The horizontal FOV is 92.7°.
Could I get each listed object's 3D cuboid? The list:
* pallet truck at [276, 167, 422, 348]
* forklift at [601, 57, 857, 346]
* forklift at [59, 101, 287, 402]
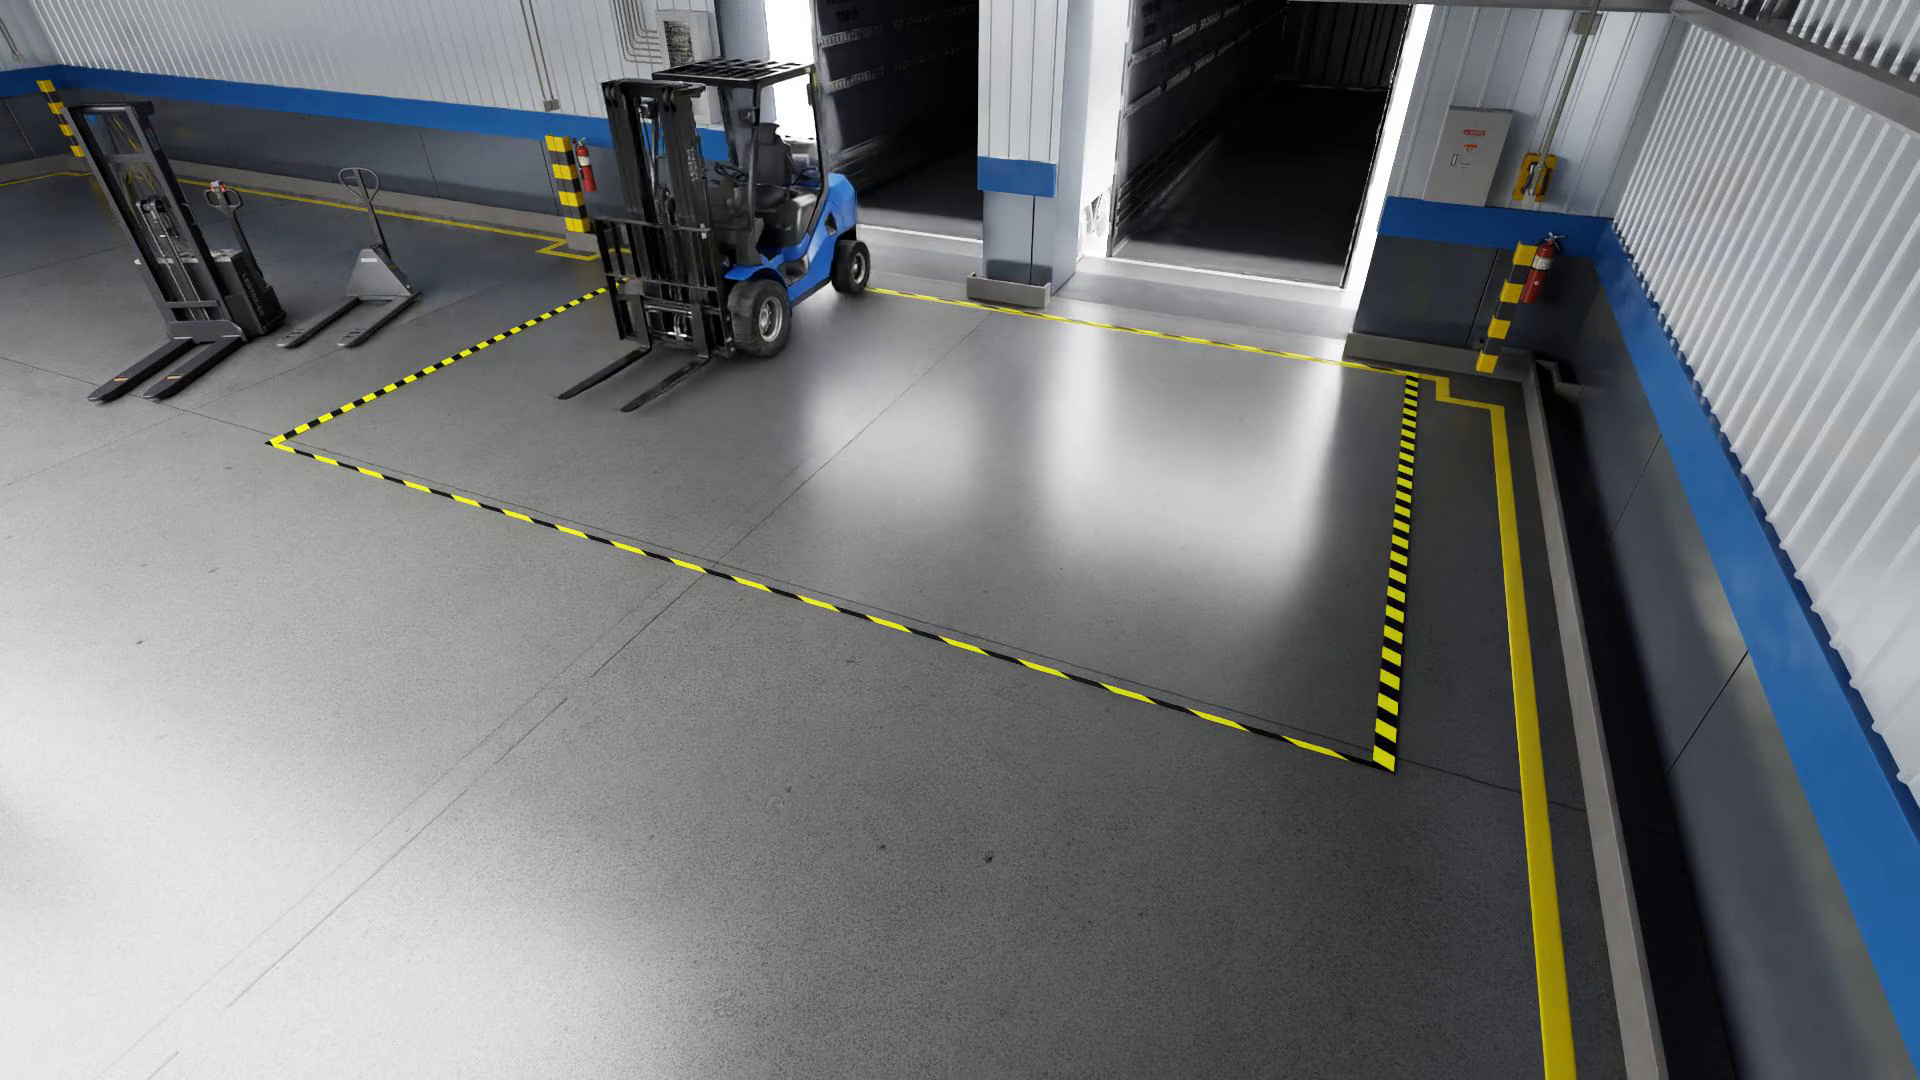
[{"bbox_3d":[-5.732,-2.611,8.414,0.680,1.201,1.601,-1,35,-1],"label":"pallet truck"},{"bbox_3d":[-1.940,-3.135,8.190,1.157,2.036,2.680,12,37,17],"label":"forklift"},{"bbox_3d":[-6.686,-2.387,7.434,0.823,1.965,1.885,-3,35,-5],"label":"forklift"}]
